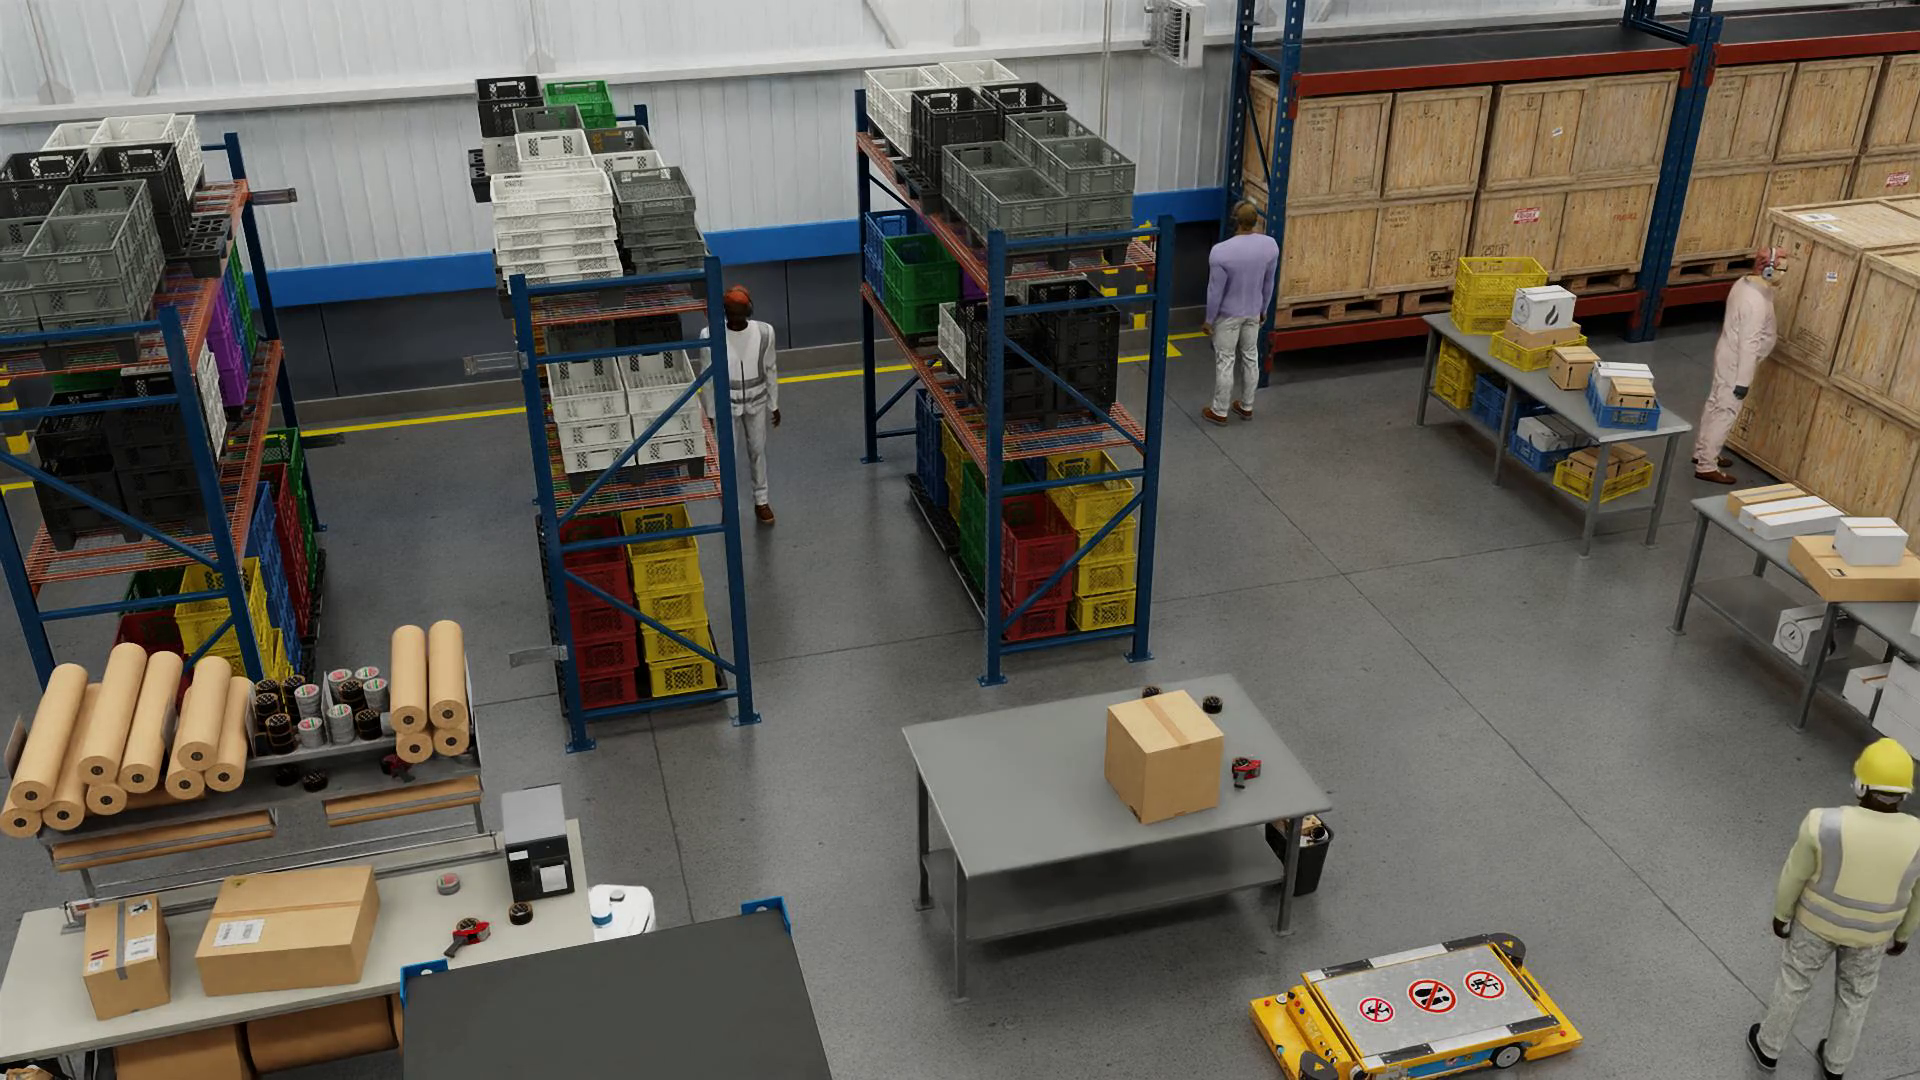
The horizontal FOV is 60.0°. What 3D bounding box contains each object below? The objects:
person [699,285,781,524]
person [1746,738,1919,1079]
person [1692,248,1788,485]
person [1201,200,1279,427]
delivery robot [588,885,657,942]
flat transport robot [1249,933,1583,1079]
[{"bbox_3d":[-1.611,-0.981,12.253,0.573,1.886,0.354,-9,30,-16],"label":"person"},{"bbox_3d":[3.976,1.683,7.472,0.594,1.823,0.403,9,30,15],"label":"person"},{"bbox_3d":[6.087,-1.361,12.940,0.398,1.900,0.635,7,30,12],"label":"person"},{"bbox_3d":[2.305,-1.884,13.843,0.630,1.940,0.372,-12,31,-21],"label":"person"},{"bbox_3d":[-1.729,1.991,8.123,0.477,0.478,0.707,2,29,4],"label":"delivery robot"},{"bbox_3d":[2.184,2.282,7.980,1.431,0.197,0.652,-8,30,-14],"label":"flat transport robot"}]
